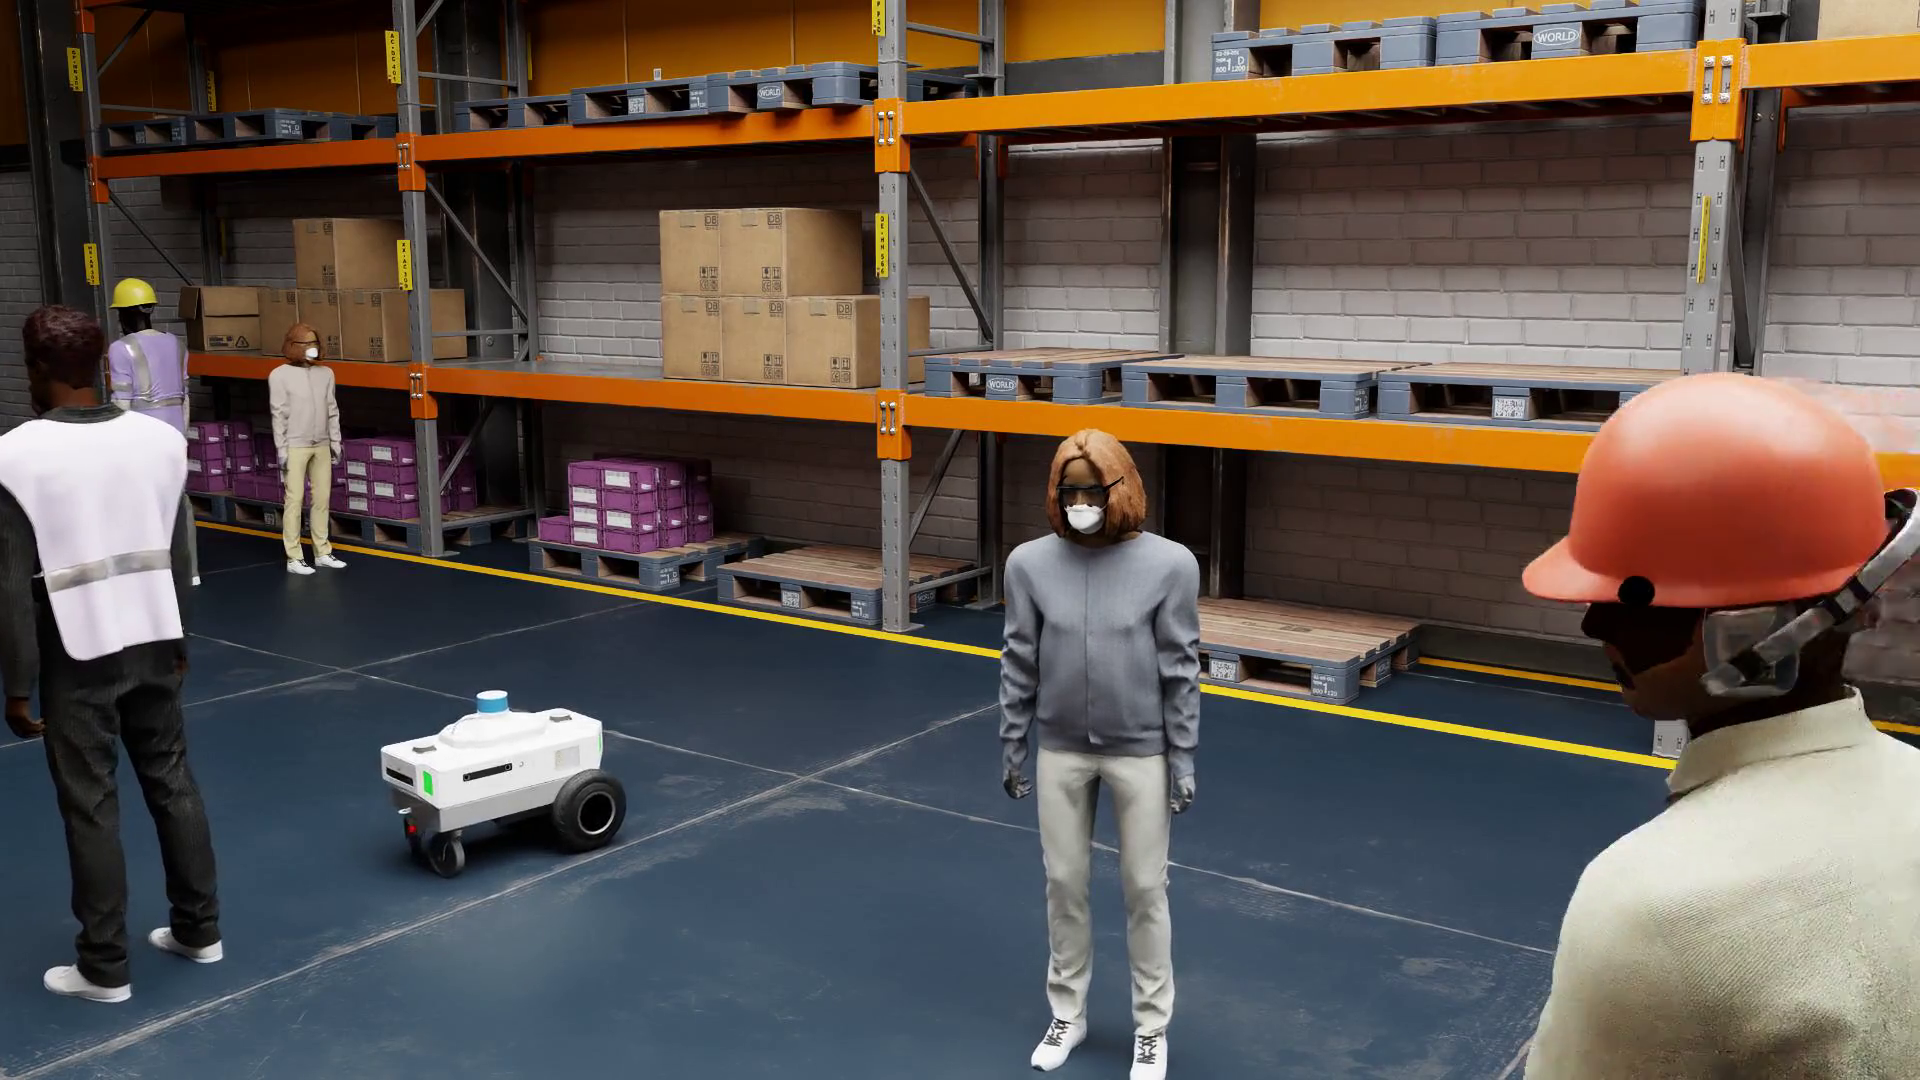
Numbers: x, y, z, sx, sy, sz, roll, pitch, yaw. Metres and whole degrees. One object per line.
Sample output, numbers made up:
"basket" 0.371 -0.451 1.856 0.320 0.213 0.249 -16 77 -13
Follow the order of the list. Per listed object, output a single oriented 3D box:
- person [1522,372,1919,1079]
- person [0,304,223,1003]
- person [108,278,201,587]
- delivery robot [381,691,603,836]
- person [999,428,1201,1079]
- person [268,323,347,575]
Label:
"person" 0.790 0.817 1.530 1.071 1.944 0.601 9 13 44
"person" -2.363 0.310 4.607 0.405 1.907 0.590 5 11 29
"person" -4.942 -0.626 10.144 0.401 1.918 0.588 3 10 15
"delivery robot" -1.584 0.758 5.662 0.477 0.478 0.707 9 13 44
"person" 0.337 0.534 4.107 0.505 1.622 0.297 3 10 17
"person" -4.234 -0.591 10.803 0.281 1.625 0.494 6 11 31
